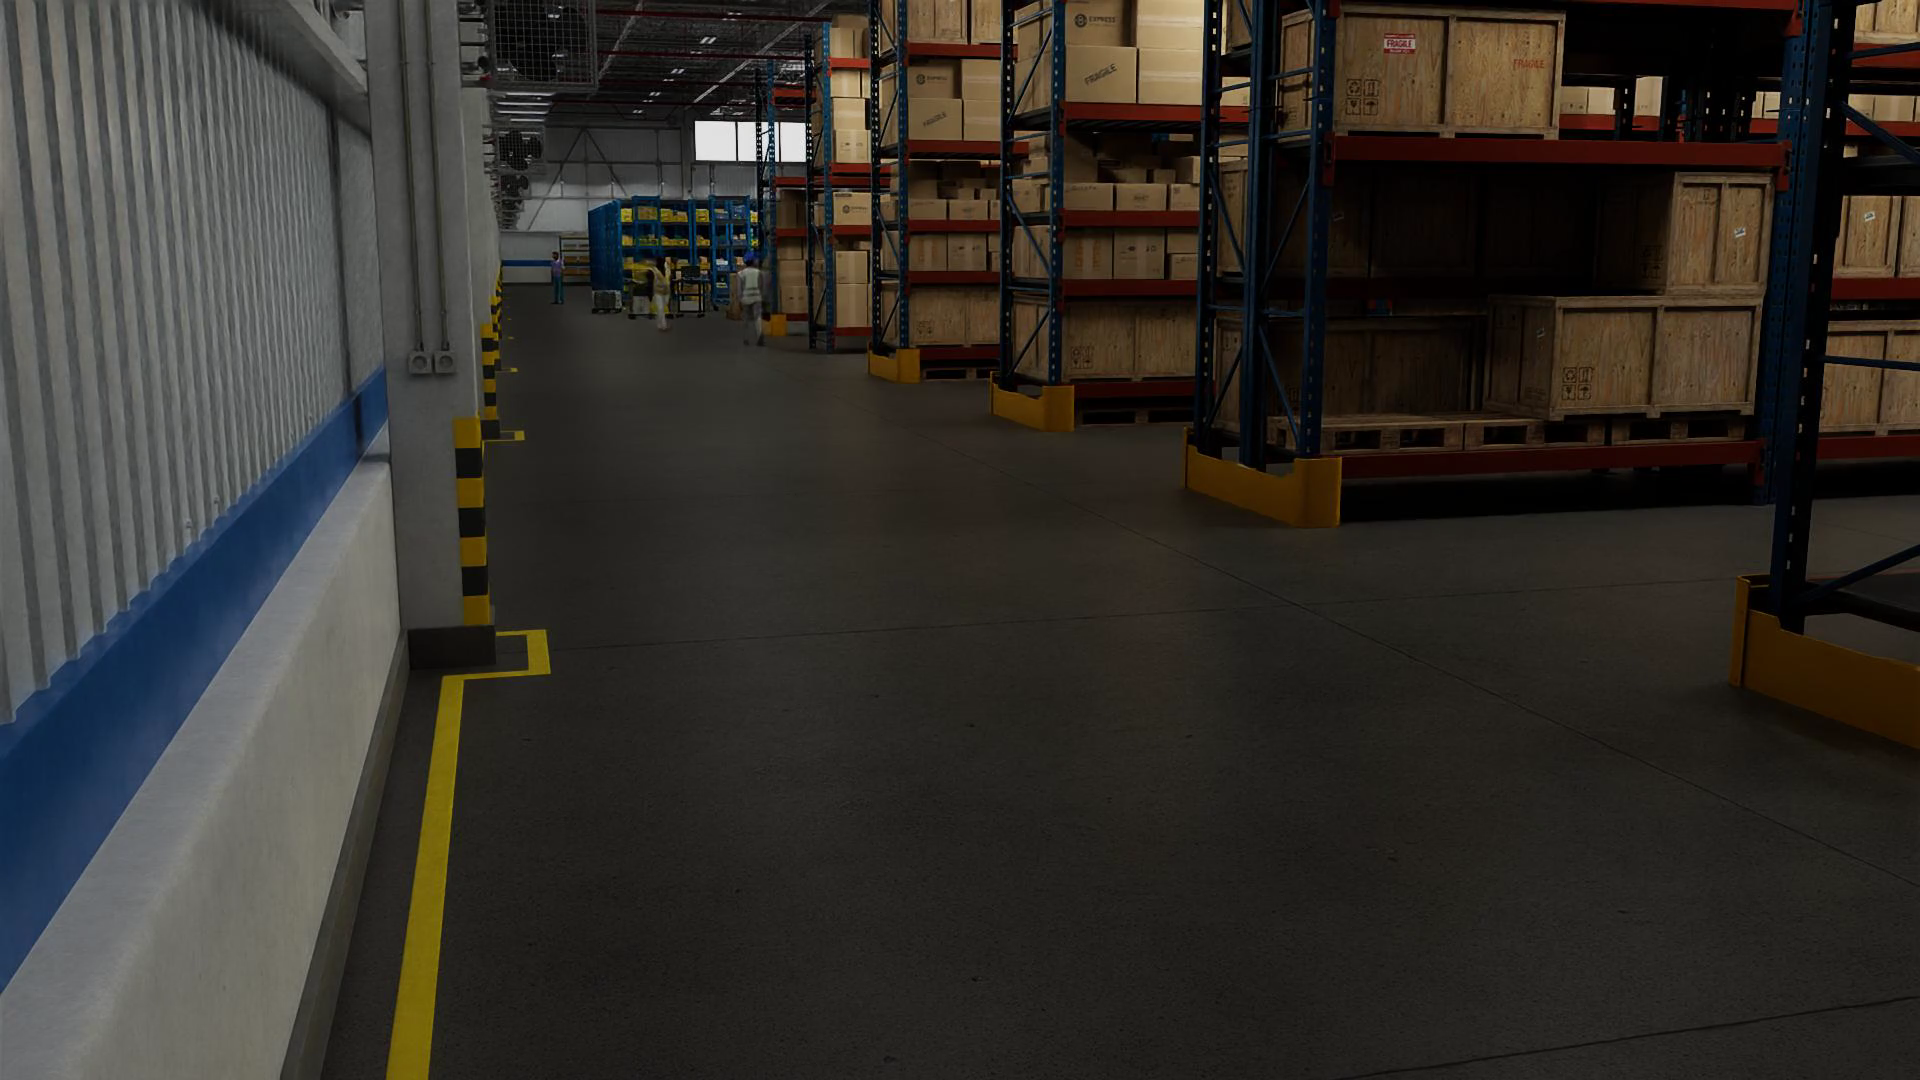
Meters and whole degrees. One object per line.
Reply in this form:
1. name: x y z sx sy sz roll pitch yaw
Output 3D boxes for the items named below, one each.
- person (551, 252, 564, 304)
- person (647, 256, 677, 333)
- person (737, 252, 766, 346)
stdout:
1. person: -14.106 -9.186 58.325 0.572 1.840 0.373 6 12 31
2. person: -6.994 -5.787 39.219 0.624 1.791 0.954 -10 14 -44
3. person: -4.228 -4.903 33.891 0.610 1.919 0.866 -3 11 -18
